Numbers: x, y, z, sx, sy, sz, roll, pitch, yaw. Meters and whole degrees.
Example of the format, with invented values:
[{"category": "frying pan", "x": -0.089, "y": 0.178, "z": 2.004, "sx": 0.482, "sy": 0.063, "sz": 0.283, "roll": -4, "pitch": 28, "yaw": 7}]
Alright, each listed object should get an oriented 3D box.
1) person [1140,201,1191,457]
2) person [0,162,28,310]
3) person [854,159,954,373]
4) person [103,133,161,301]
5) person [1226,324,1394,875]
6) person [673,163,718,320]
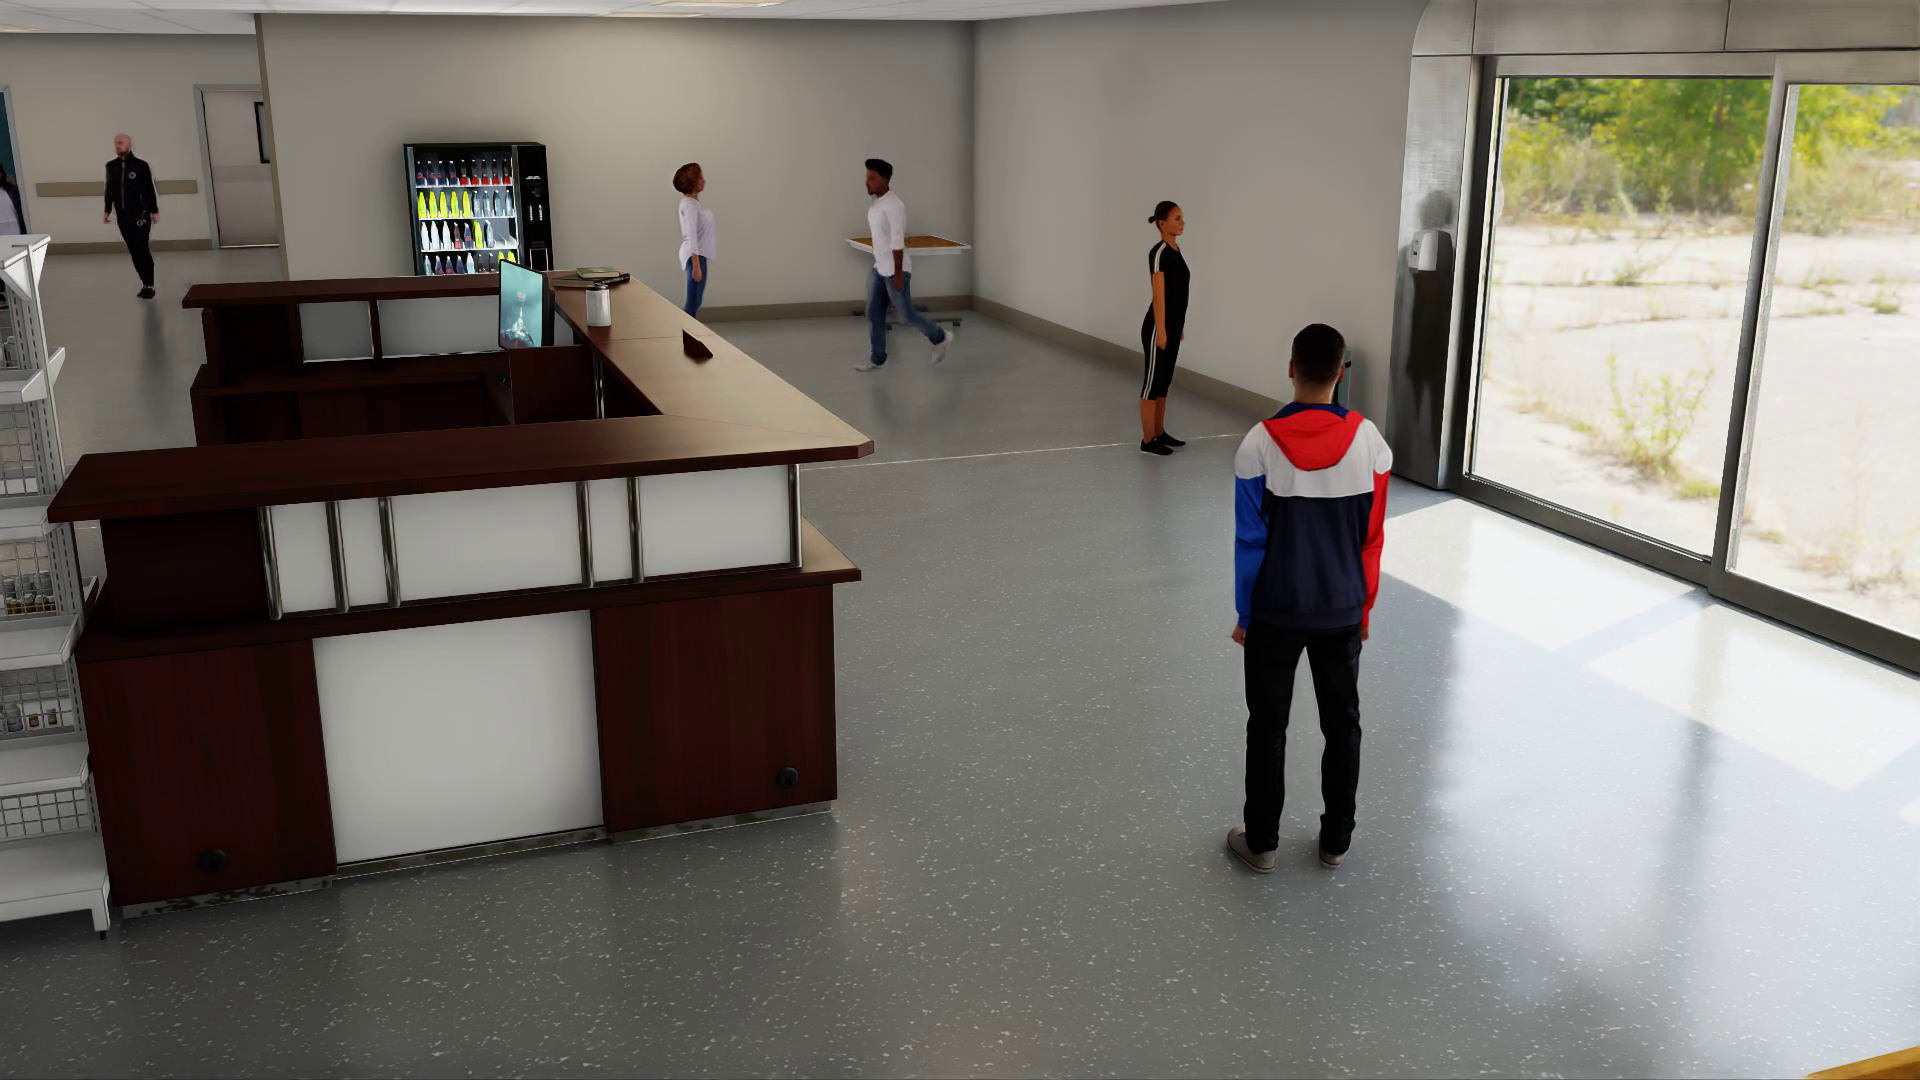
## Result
[{"category": "person", "x": 1.360, "y": -1.429, "z": 11.144, "sx": 0.717, "sy": 1.668, "sz": 0.658, "roll": 7, "pitch": 17, "yaw": 24}, {"category": "person", "x": -10.282, "y": -3.288, "z": 17.875, "sx": 0.838, "sy": 1.595, "sz": 0.752, "roll": 13, "pitch": 20, "yaw": 38}, {"category": "person", "x": -0.495, "y": -2.281, "z": 13.977, "sx": 1.125, "sy": 1.771, "sz": 0.760, "roll": -8, "pitch": 18, "yaw": -26}, {"category": "person", "x": -9.198, "y": -3.613, "z": 18.627, "sx": 0.885, "sy": 1.813, "sz": 0.920, "roll": 1, "pitch": 16, "yaw": 5}, {"category": "person", "x": 1.084, "y": 0.196, "z": 5.218, "sx": 0.595, "sy": 1.757, "sz": 0.759, "roll": -1, "pitch": 16, "yaw": -3}, {"category": "person", "x": -2.401, "y": -2.527, "z": 14.963, "sx": 0.674, "sy": 1.711, "sz": 0.704, "roll": -2, "pitch": 16, "yaw": -6}]
